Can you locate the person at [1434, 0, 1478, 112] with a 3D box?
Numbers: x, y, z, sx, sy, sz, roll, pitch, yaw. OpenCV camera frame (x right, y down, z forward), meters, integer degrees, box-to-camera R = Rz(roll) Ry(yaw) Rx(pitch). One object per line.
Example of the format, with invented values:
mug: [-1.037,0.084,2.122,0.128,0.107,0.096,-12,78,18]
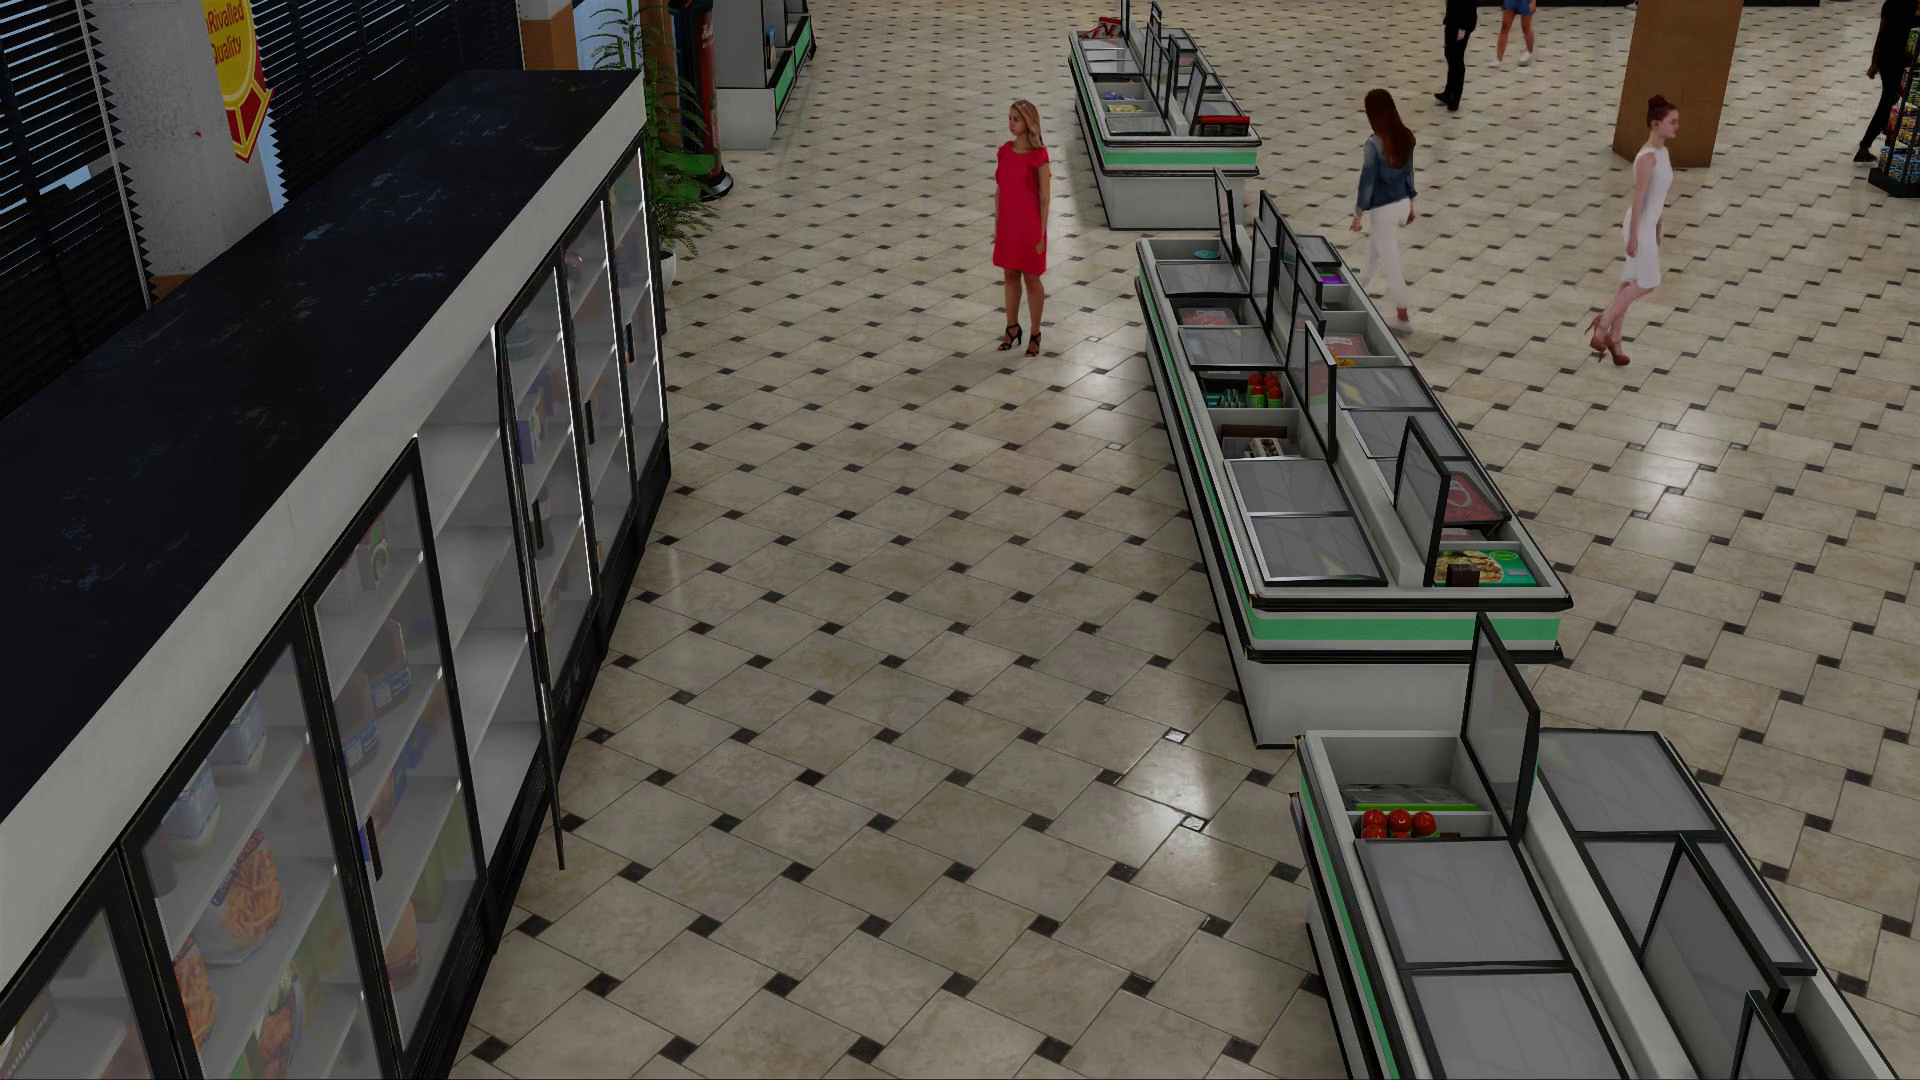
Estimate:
person: [5.360,-5.578,17.852,0.989,1.848,0.629,-1,27,-1]

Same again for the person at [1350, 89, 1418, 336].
person: [3.012,-2.205,11.419,1.049,1.651,1.119,-20,33,-34]

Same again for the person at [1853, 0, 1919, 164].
person: [8.794,-4.435,15.682,1.131,1.773,1.220,-14,30,-26]

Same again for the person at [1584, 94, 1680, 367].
person: [4.348,-2.003,10.872,0.808,1.785,0.749,18,32,32]

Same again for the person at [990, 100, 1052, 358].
person: [0.423,-2.070,11.069,0.665,1.728,0.710,20,33,34]

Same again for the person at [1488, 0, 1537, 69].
person: [6.746,-6.445,19.849,1.185,1.588,1.139,-23,35,-37]
